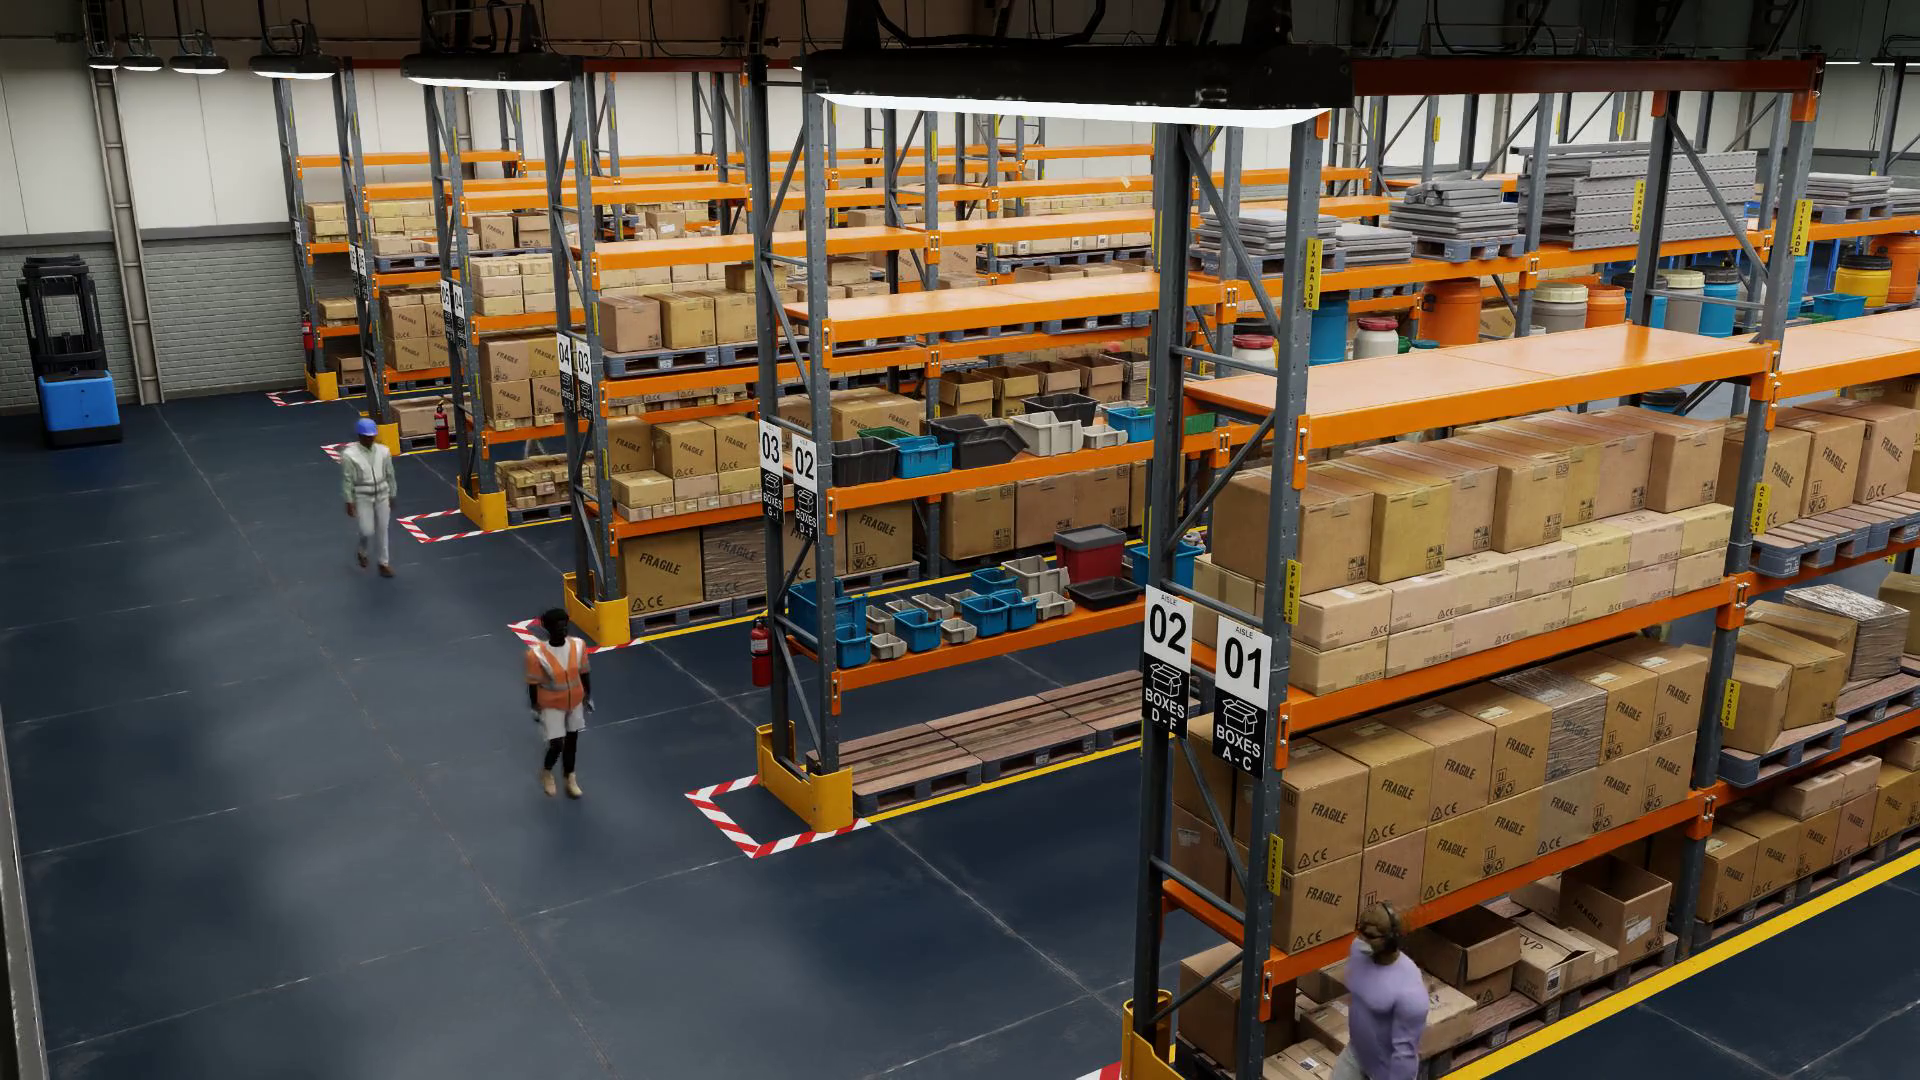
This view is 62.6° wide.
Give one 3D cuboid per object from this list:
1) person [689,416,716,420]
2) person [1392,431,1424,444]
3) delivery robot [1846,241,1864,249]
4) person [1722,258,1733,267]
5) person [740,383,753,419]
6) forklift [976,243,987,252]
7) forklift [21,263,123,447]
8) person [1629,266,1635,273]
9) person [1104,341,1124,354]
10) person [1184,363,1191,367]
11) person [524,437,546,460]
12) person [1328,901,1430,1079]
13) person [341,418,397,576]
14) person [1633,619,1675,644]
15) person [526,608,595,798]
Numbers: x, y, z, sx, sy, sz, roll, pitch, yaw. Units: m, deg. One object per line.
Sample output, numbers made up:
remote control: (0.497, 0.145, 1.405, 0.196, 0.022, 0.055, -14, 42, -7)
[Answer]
person: (-3.943, -2.078, 24.210, 0.930, 1.788, 0.598, -12, 21, -34)
person: (6.100, -1.385, 21.594, 0.393, 1.985, 0.611, -5, 18, -15)
delivery robot: (27.913, -9.155, 48.957, 0.698, 0.223, 0.335, 2, 17, 7)
person: (16.626, -5.224, 34.377, 0.534, 1.868, 0.309, 7, 18, 22)
person: (-3.414, -2.388, 25.074, 0.405, 1.869, 0.581, -4, 17, -12)
forklift: (0.988, -5.474, 34.718, 1.214, 2.155, 2.313, -10, 20, -31)
forklift: (-14.518, -3.079, 25.708, 1.129, 2.768, 1.873, -10, 20, -31)
person: (14.398, -4.993, 33.787, 0.525, 1.772, 0.303, -13, 21, -36)
person: (2.230, -1.974, 23.541, 1.114, 1.972, 0.600, -9, 19, -28)
person: (3.339, -1.893, 23.921, 0.505, 1.601, 0.835, 16, 23, 41)
person: (-6.281, -1.615, 23.013, 0.505, 1.591, 0.845, 13, 21, 36)
person: (2.072, 2.753, 8.174, 0.997, 1.890, 0.647, -6, 18, -20)
person: (-7.019, -0.513, 18.813, 0.634, 1.933, 0.458, -16, 23, -42)
person: (6.456, 0.776, 14.835, 0.922, 1.780, 0.610, -14, 22, -39)
person: (-3.298, 1.359, 13.094, 0.537, 1.686, 0.363, -15, 22, -40)
